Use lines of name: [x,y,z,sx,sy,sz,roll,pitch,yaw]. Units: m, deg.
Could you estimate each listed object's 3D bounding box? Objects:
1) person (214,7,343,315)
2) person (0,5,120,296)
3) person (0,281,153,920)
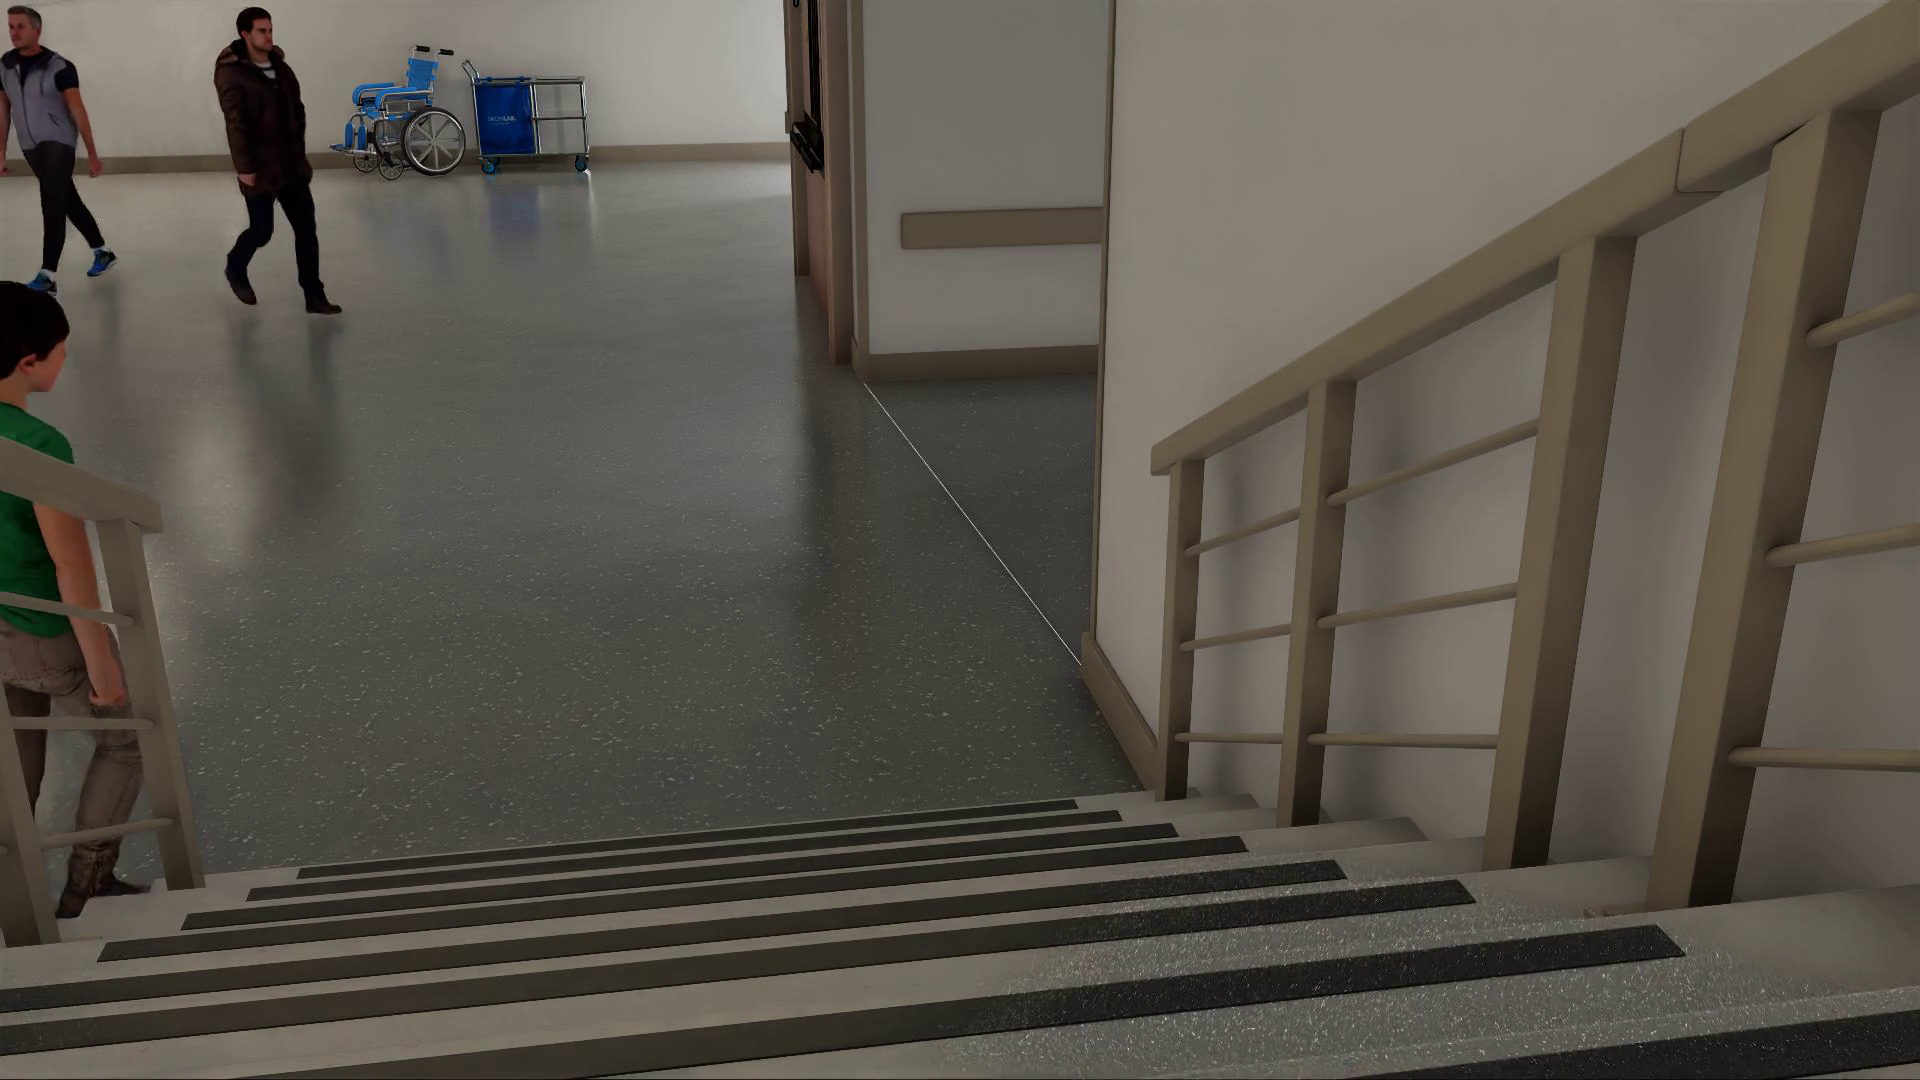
person: [-4.265,-2.276,10.146,1.225,1.820,1.196,11,24,28]
person: [-5.857,-2.510,10.829,1.012,1.775,1.368,3,21,8]
person: [-2.123,0.259,3.712,0.816,1.638,0.839,6,22,15]
